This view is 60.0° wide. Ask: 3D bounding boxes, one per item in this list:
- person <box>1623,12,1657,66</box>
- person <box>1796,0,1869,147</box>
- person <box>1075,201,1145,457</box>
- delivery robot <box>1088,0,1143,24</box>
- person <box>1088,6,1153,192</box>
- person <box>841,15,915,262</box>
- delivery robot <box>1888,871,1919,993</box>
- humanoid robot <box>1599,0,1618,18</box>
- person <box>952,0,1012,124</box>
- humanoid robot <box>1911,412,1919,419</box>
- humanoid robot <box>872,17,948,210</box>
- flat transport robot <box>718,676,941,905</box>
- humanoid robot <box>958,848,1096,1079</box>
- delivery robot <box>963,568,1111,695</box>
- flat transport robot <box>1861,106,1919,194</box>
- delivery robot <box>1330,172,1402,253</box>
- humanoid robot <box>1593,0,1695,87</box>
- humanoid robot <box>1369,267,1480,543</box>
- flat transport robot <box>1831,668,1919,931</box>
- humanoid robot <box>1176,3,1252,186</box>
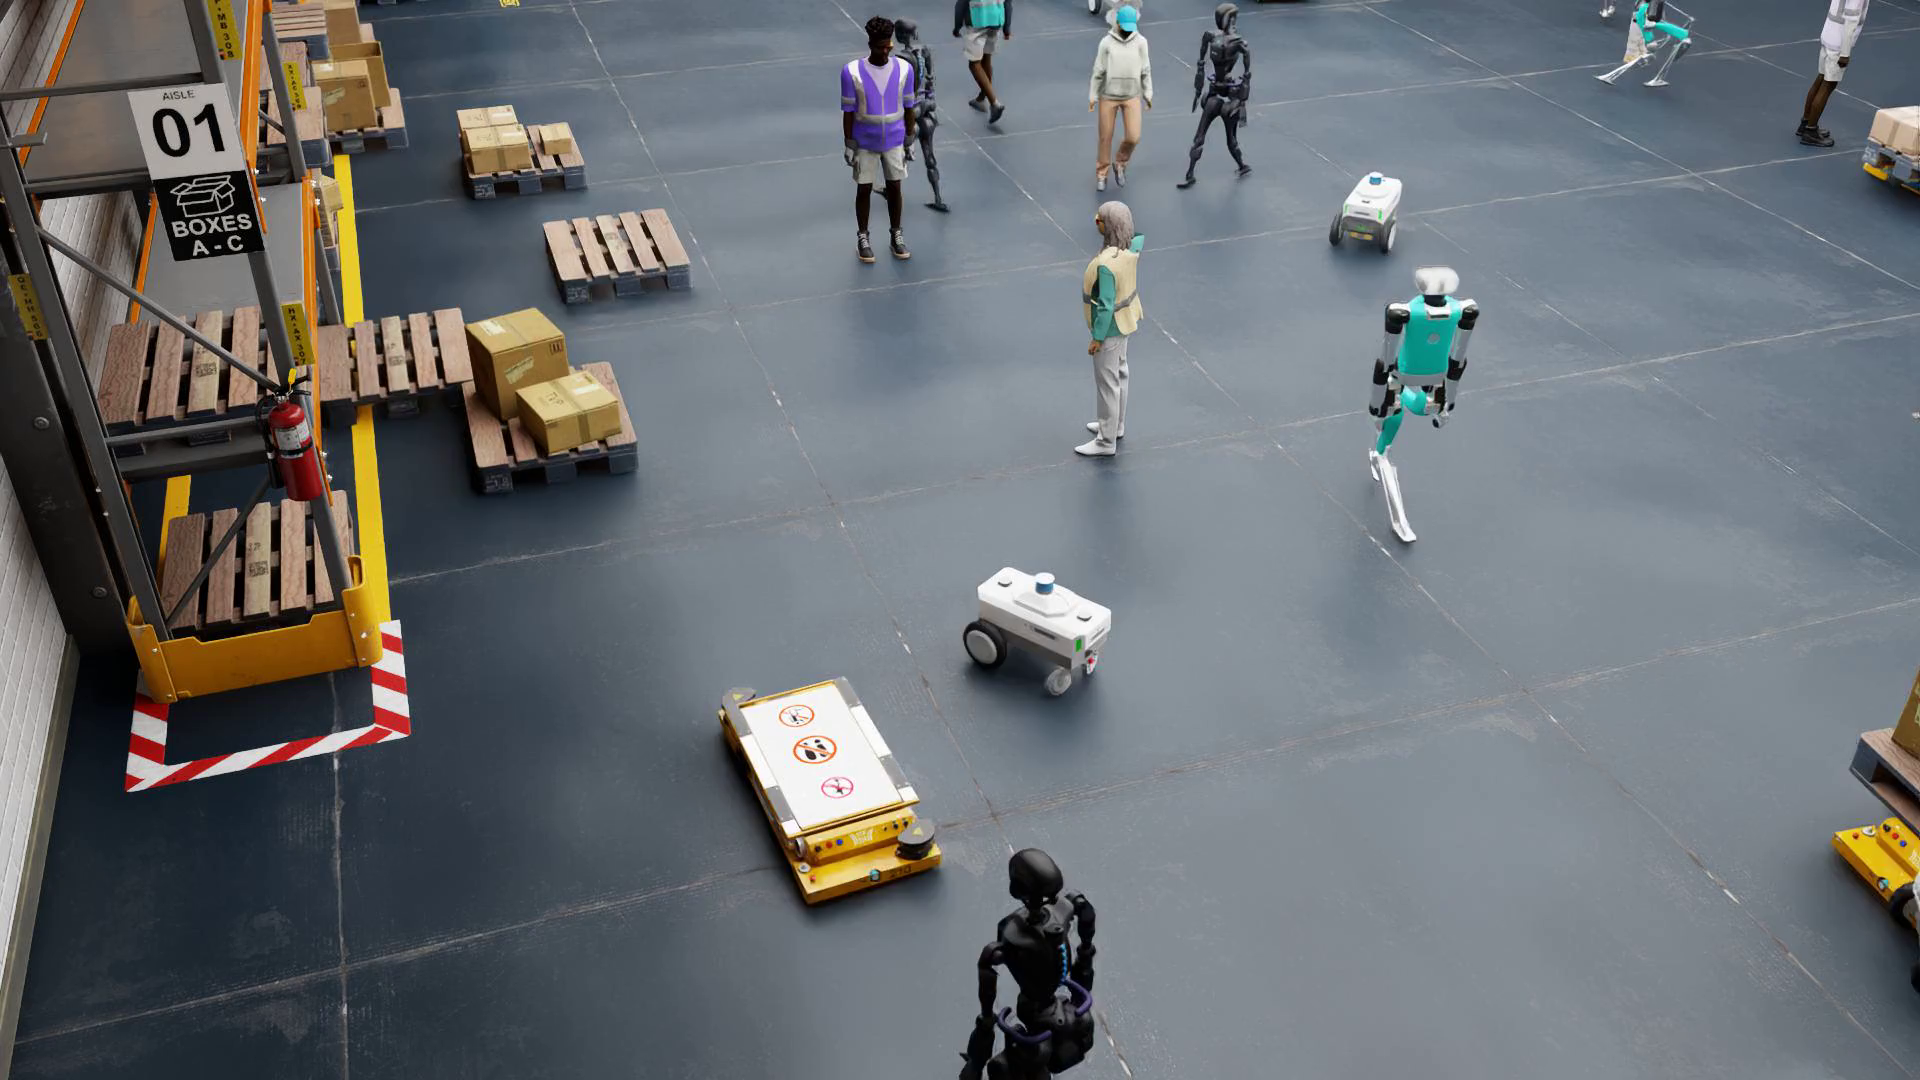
[{"bbox_3d":[7.386,-5.985,17.579,0.357,1.866,0.458,22,39,30],"label":"person"},{"bbox_3d":[8.201,-4.627,15.439,0.384,1.930,0.542,8,34,12],"label":"person"},{"bbox_3d":[0.969,-1.336,10.588,0.365,1.709,0.465,11,35,16],"label":"person"},{"bbox_3d":[1.838,-6.344,19.328,0.500,0.596,0.767,-10,34,-15],"label":"delivery robot"},{"bbox_3d":[1.394,-3.814,14.441,0.567,1.649,0.455,-1,33,-1],"label":"person"},{"bbox_3d":[-0.635,-3.171,13.179,0.602,1.958,0.375,-9,34,-13],"label":"person"},{"bbox_3d":[4.403,1.659,7.070,0.797,0.613,0.499,7,34,11],"label":"delivery robot"},{"bbox_3d":[7.505,-6.743,18.858,0.541,1.740,0.957,7,34,10],"label":"humanoid robot"},{"bbox_3d":[0.248,-4.994,16.016,0.570,1.917,0.825,-17,37,-24],"label":"person"},{"bbox_3d":[6.691,-1.427,10.785,0.841,1.879,0.560,-6,34,-9],"label":"humanoid robot"},{"bbox_3d":[-0.434,-3.643,14.186,0.765,1.622,0.610,24,40,32],"label":"humanoid robot"},{"bbox_3d":[-0.665,1.152,8.092,0.659,0.231,1.431,-13,35,-19],"label":"flat transport robot"},{"bbox_3d":[0.251,1.754,5.919,0.601,1.624,0.774,-25,41,-33],"label":"humanoid robot"},{"bbox_3d":[0.416,0.444,8.930,0.782,0.611,0.502,23,39,31],"label":"delivery robot"},{"bbox_3d":[8.747,-3.127,14.654,0.659,0.231,1.431,-8,34,-13],"label":"flat transport robot"},{"bbox_3d":[3.418,-2.757,13.817,0.499,0.587,0.769,15,36,21],"label":"delivery robot"},{"bbox_3d":[7.010,-5.323,16.671,0.980,1.745,0.547,1,33,2],"label":"humanoid robot"},{"bbox_3d":[2.644,-0.928,10.012,0.531,1.776,1.066,-3,33,-5],"label":"humanoid robot"},{"bbox_3d":[4.859,1.444,7.643,1.431,0.231,0.659,-8,34,-12],"label":"flat transport robot"},{"bbox_3d":[2.323,-3.900,14.610,0.761,1.640,0.611,-28,42,-36],"label":"humanoid robot"}]
